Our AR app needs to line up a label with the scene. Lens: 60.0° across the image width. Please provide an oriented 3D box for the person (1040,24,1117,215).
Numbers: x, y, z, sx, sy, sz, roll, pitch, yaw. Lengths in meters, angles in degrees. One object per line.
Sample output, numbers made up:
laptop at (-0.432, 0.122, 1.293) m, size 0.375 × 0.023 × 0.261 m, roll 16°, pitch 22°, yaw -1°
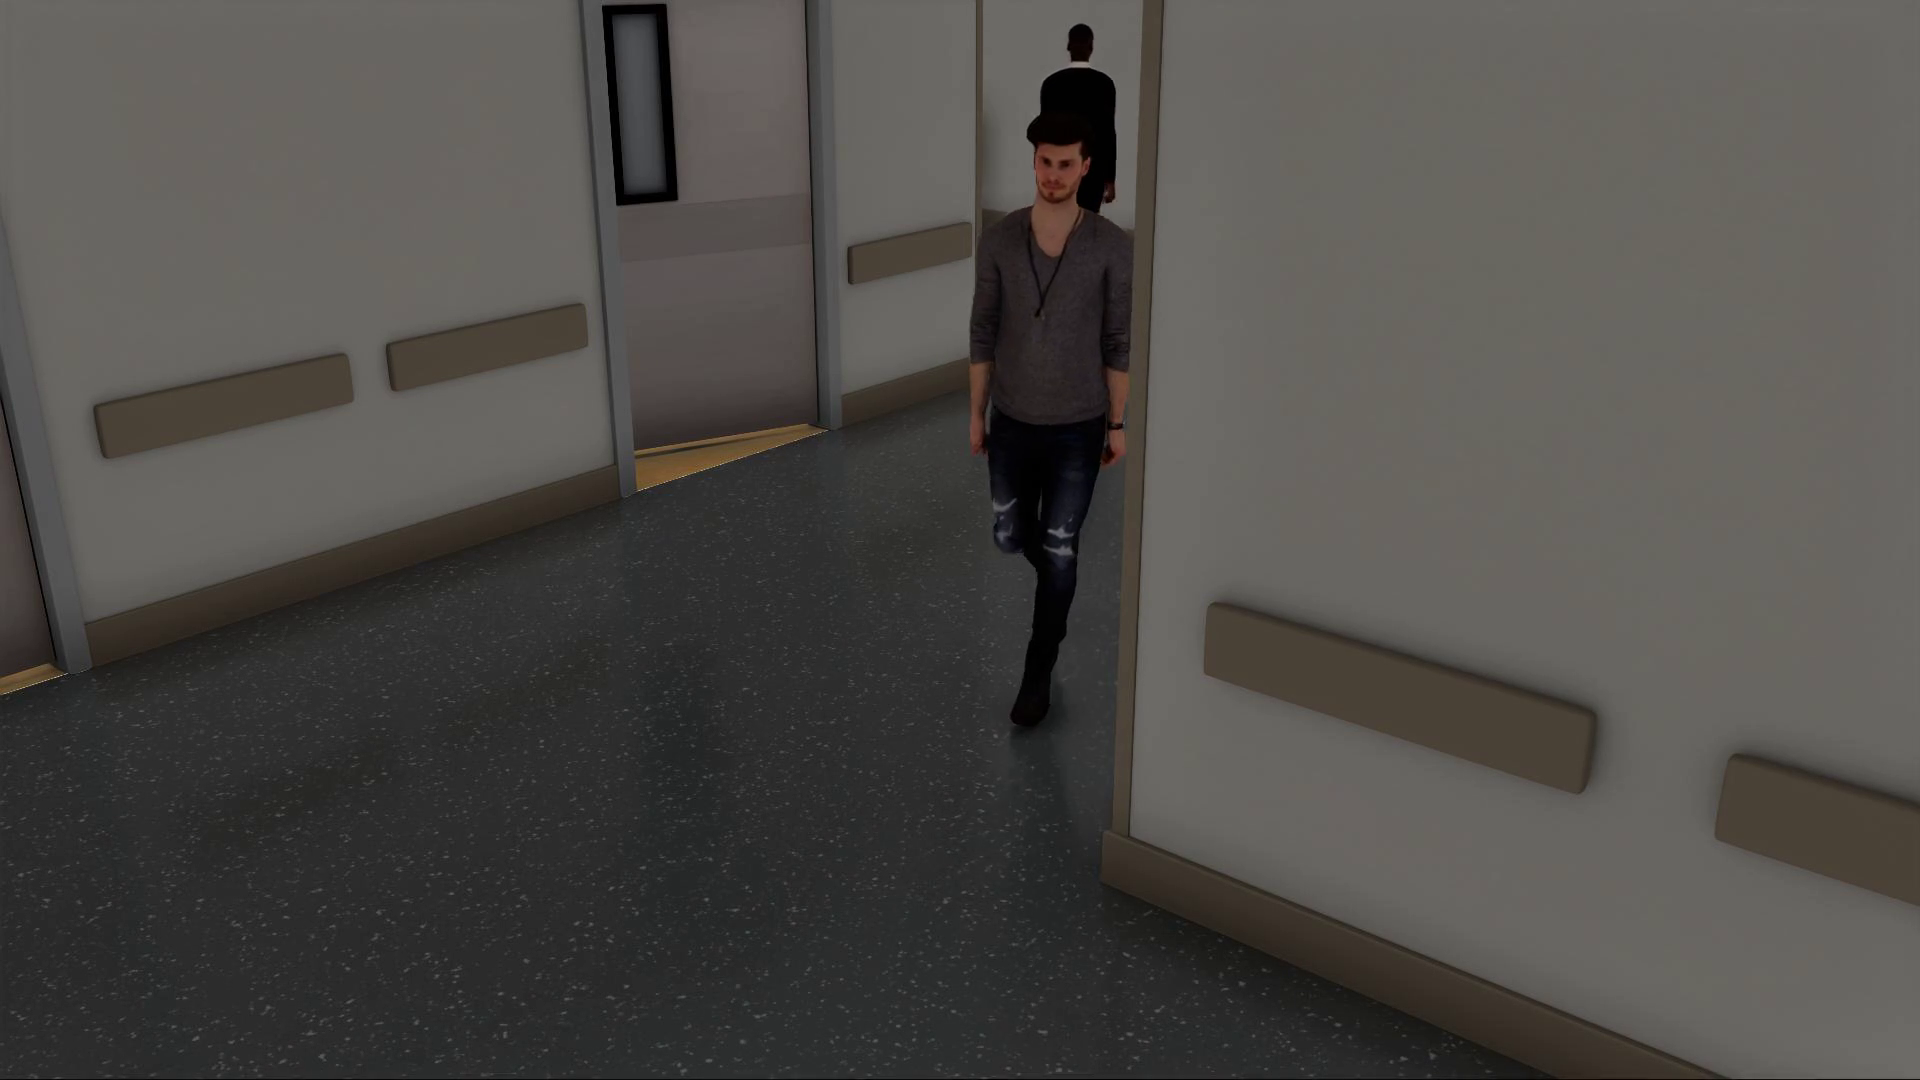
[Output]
person at (0.730, -2.252, 10.314) m, size 0.893 × 1.799 × 1.001 m, roll 3°, pitch 21°, yaw 8°

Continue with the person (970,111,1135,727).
person at (0.305, -0.405, 5.324) m, size 0.958 × 1.879 × 1.190 m, roll 6°, pitch 22°, yaw 16°
